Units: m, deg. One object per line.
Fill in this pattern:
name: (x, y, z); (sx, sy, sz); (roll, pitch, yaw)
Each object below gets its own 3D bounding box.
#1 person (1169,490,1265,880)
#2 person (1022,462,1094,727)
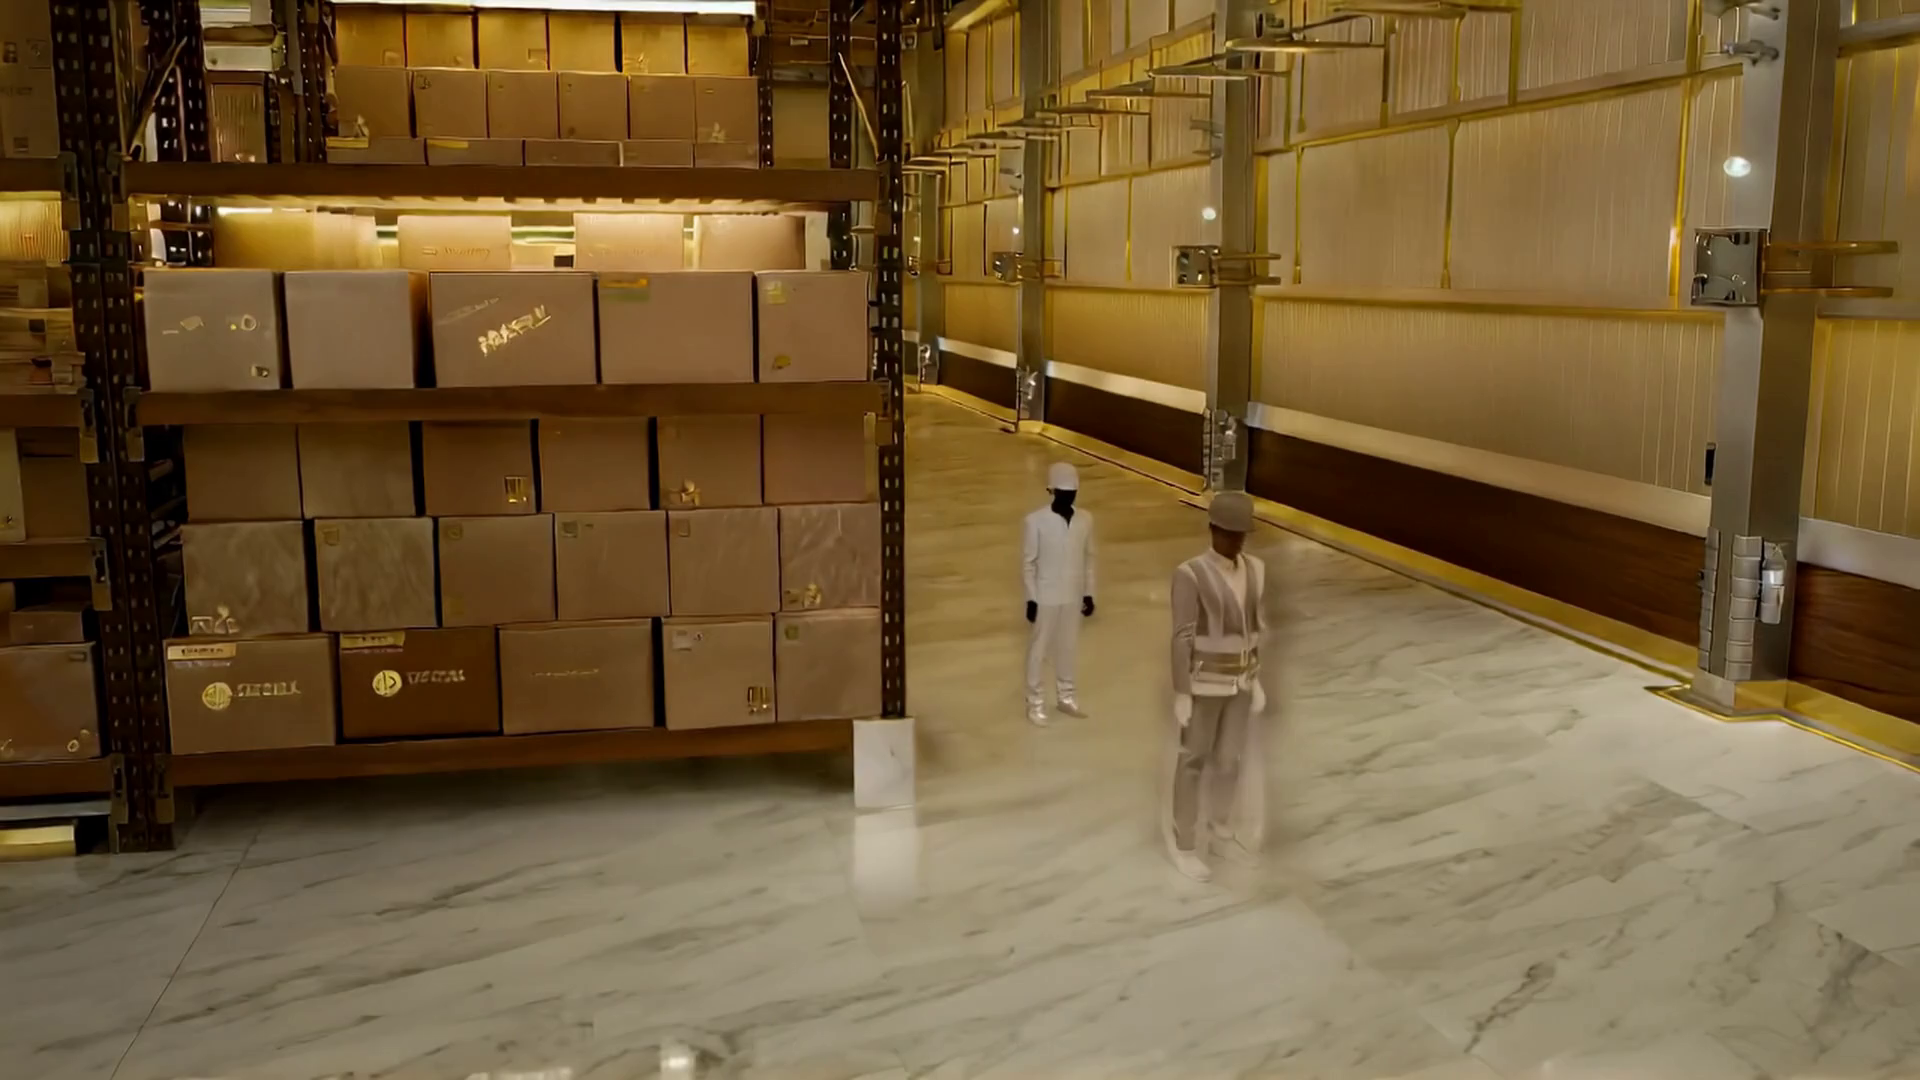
person: (1.301, 0.711, 8.311); (0.616, 1.942, 0.408); (-7, 12, -37)
person: (0.672, 0.351, 11.083); (0.564, 1.752, 0.338); (-6, 11, -32)
